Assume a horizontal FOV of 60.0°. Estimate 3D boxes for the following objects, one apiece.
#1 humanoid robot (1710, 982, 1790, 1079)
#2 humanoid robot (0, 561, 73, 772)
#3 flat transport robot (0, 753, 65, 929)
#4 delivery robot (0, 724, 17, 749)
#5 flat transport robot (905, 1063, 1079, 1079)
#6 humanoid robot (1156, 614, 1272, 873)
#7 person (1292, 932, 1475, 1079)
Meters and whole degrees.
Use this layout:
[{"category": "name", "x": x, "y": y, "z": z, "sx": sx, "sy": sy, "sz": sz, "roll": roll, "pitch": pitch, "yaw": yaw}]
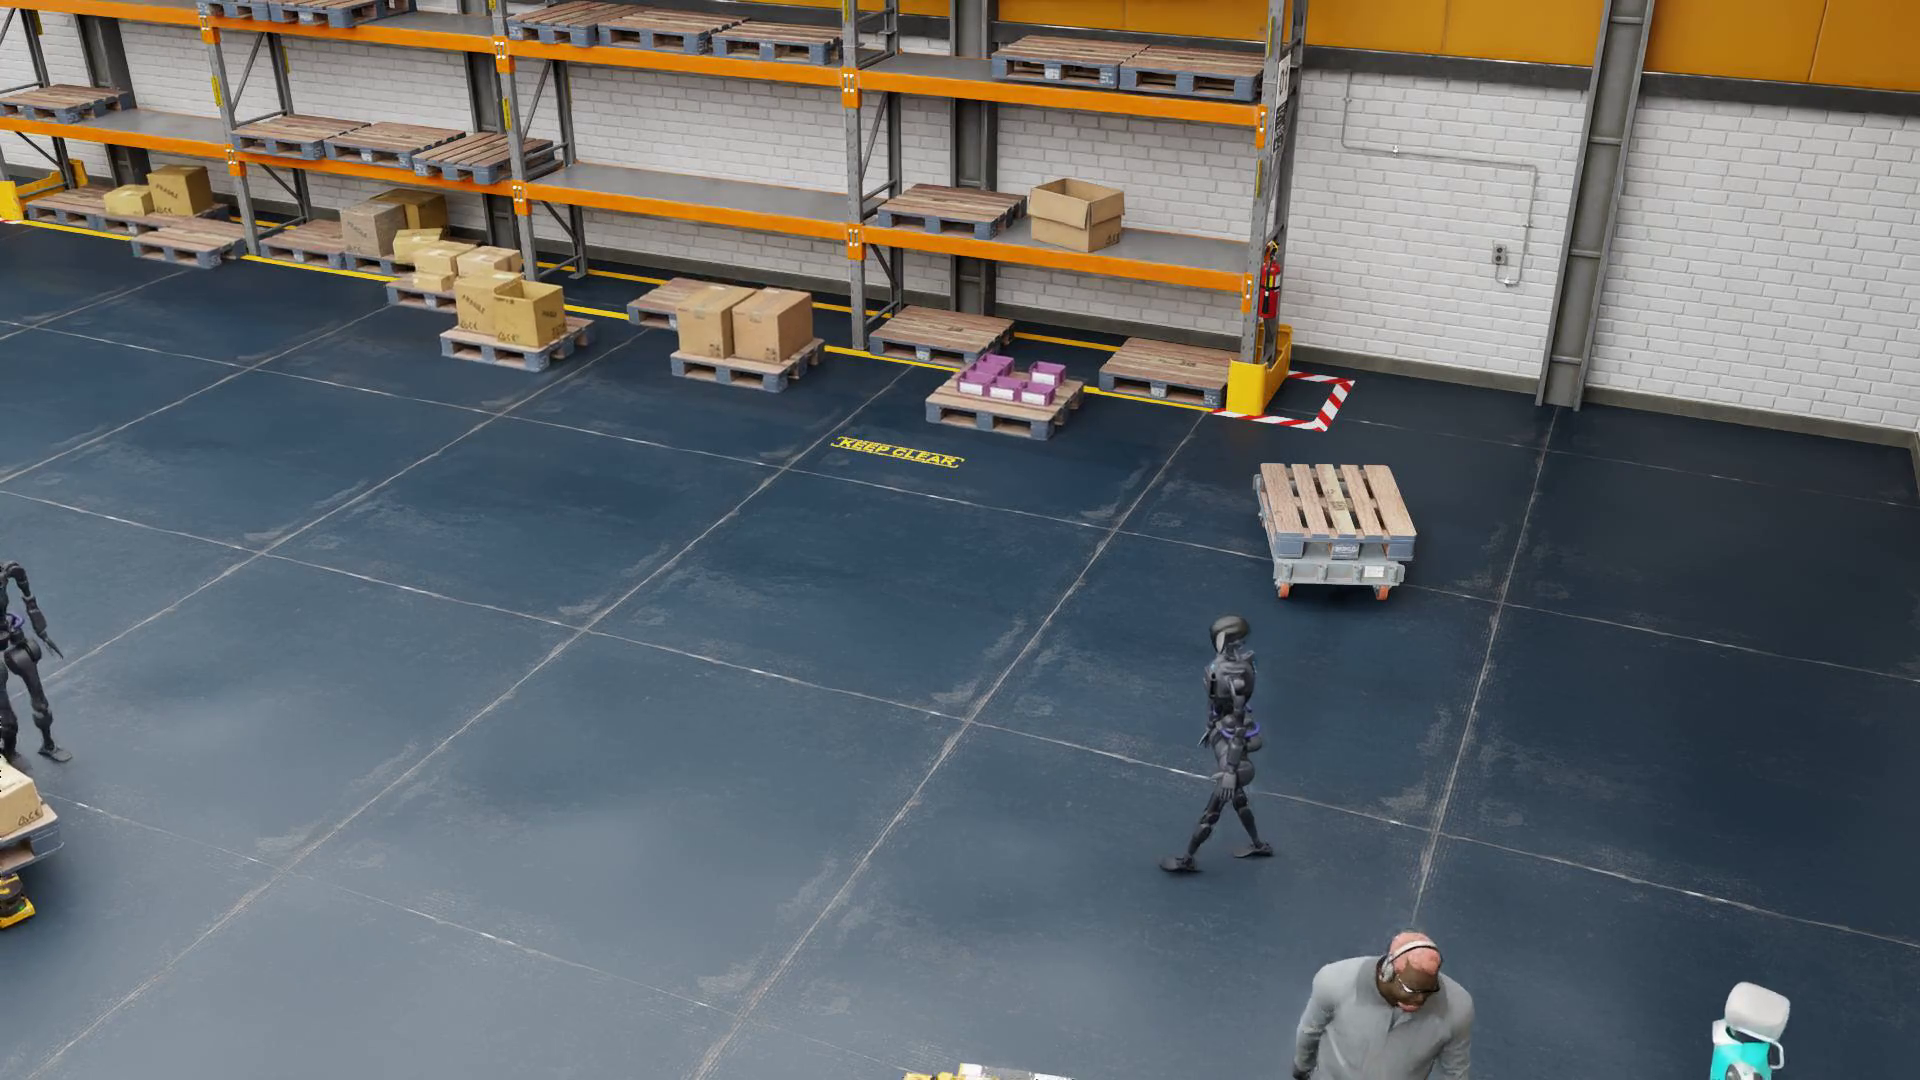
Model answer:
[{"category": "humanoid robot", "x": 3.180, "y": 2.531, "z": 6.453, "sx": 1.038, "sy": 1.737, "sz": 0.572, "roll": 11, "pitch": 29, "yaw": 20}, {"category": "humanoid robot", "x": -5.831, "y": 0.667, "z": 10.116, "sx": 0.394, "sy": 1.645, "sz": 0.608, "roll": 17, "pitch": 32, "yaw": 29}, {"category": "flat transport robot", "x": -5.796, "y": 1.862, "z": 9.321, "sx": 1.431, "sy": 0.231, "sz": 0.659, "roll": 24, "pitch": 36, "yaw": 39}, {"category": "delivery robot", "x": -6.291, "y": 1.238, "z": 10.216, "sx": 0.774, "sy": 0.592, "sz": 0.499, "roll": -1, "pitch": 27, "yaw": -2}, {"category": "flat transport robot", "x": 0.389, "y": 2.760, "z": 7.580, "sx": 1.431, "sy": 0.231, "sz": 0.659, "roll": 5, "pitch": 28, "yaw": 9}, {"category": "humanoid robot", "x": 1.471, "y": 1.133, "z": 9.247, "sx": 0.741, "sy": 1.627, "sz": 0.589, "roll": -3, "pitch": 27, "yaw": -6}, {"category": "person", "x": 1.712, "y": 2.276, "z": 6.819, "sx": 0.649, "sy": 1.821, "sz": 1.051, "roll": 1, "pitch": 27, "yaw": 2}]
